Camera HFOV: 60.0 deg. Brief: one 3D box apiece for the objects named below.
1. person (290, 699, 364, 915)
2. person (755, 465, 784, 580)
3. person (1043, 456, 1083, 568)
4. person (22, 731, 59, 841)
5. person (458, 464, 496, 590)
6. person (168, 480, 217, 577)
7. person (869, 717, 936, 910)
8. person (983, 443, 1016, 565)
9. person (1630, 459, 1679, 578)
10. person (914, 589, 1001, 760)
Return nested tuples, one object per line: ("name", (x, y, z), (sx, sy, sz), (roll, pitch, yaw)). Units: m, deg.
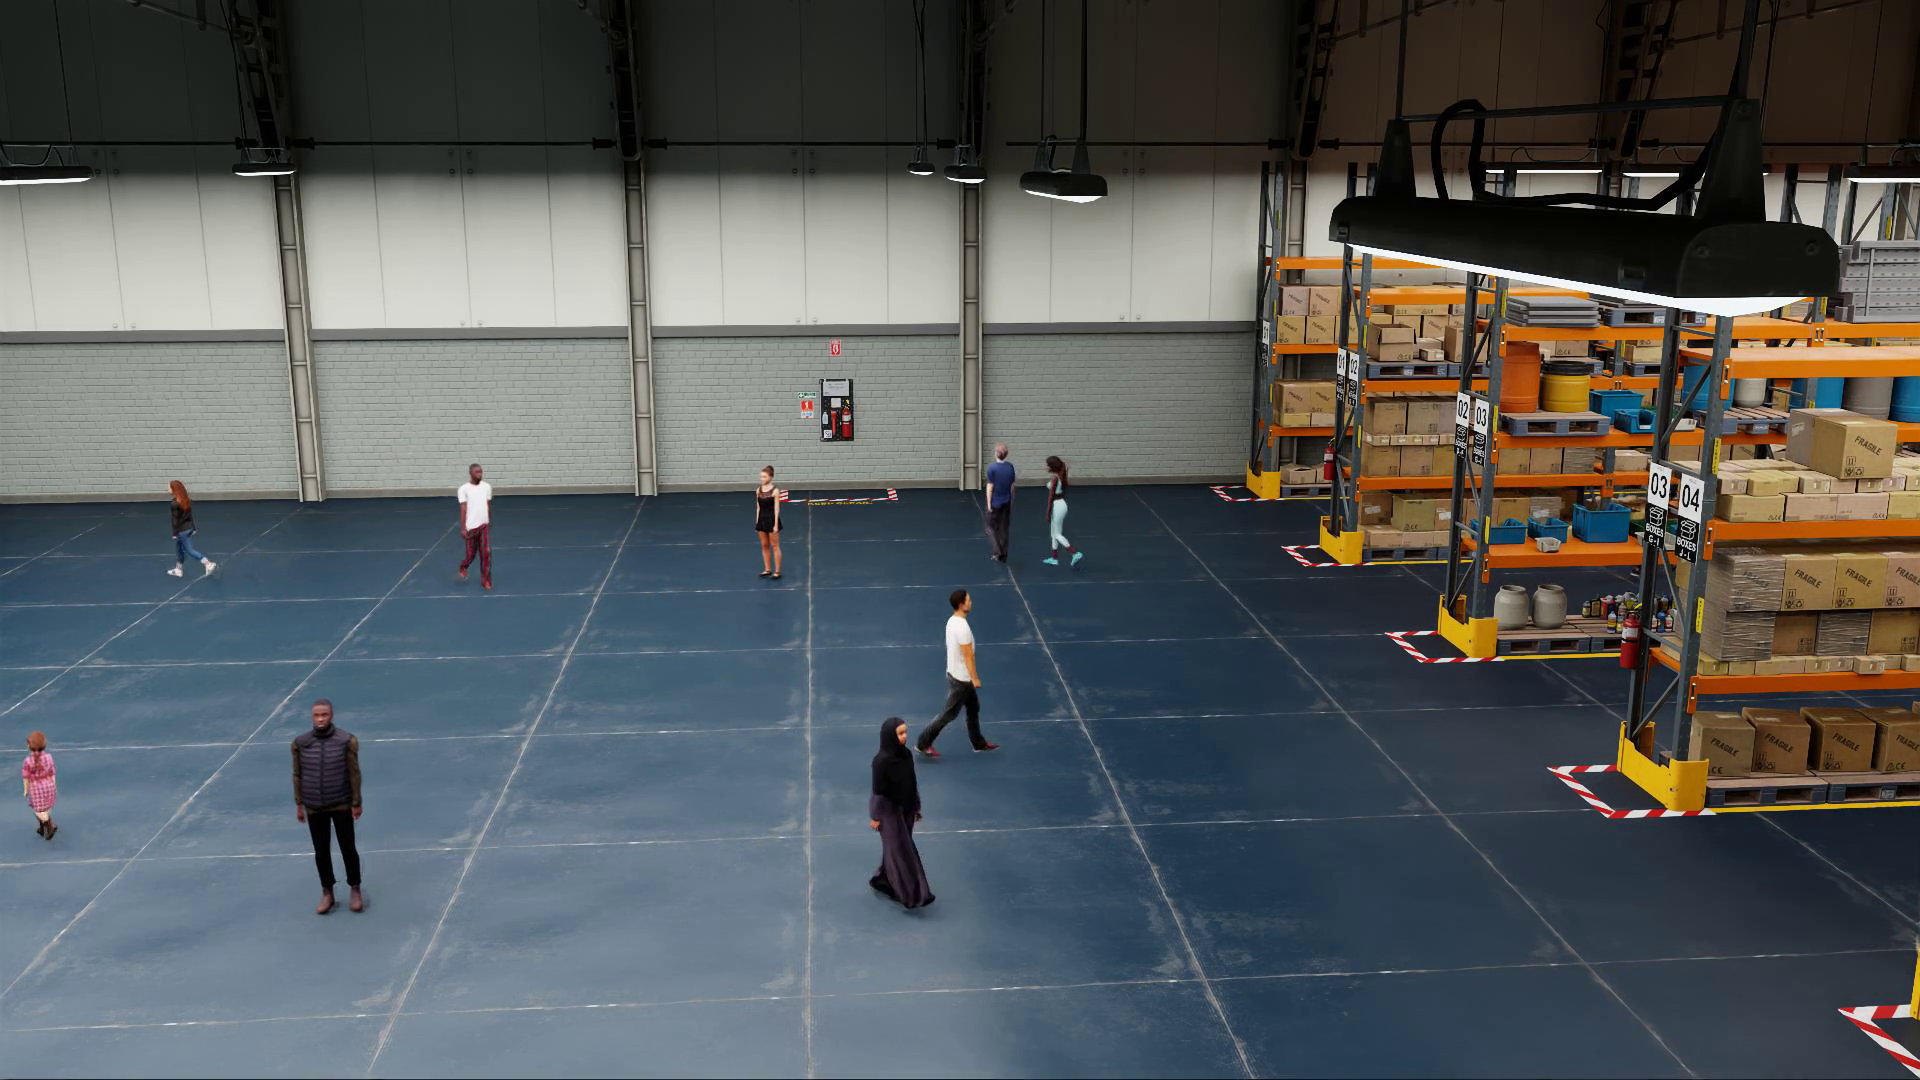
("person", (-5.167, 2.164, 13.648), (0.498, 1.834, 0.746), (-1, 13, -5))
("person", (-2.807, -0.269, 24.494), (0.671, 1.679, 0.743), (9, 16, 33))
("person", (1.544, -0.400, 25.013), (0.994, 1.701, 0.798), (5, 14, 21))
("person", (-8.346, 2.251, 15.101), (0.704, 1.009, 0.633), (10, 16, 37))
("person", (-6.989, -0.195, 23.875), (1.053, 1.814, 1.059), (-11, 17, -40))
("person", (-11.337, -0.142, 24.456), (0.990, 1.449, 0.610), (0, 13, -1))
("person", (-0.582, 2.229, 13.851), (1.092, 1.615, 1.009), (10, 16, 36))
("person", (0.647, -0.530, 25.232), (0.743, 1.855, 0.836), (-6, 14, -25))
("person", (10.194, -0.304, 24.362), (1.242, 1.808, 0.792), (-3, 13, -13))
("person", (-0.087, 1.410, 17.046), (1.163, 1.770, 0.714), (-2, 13, -10))
